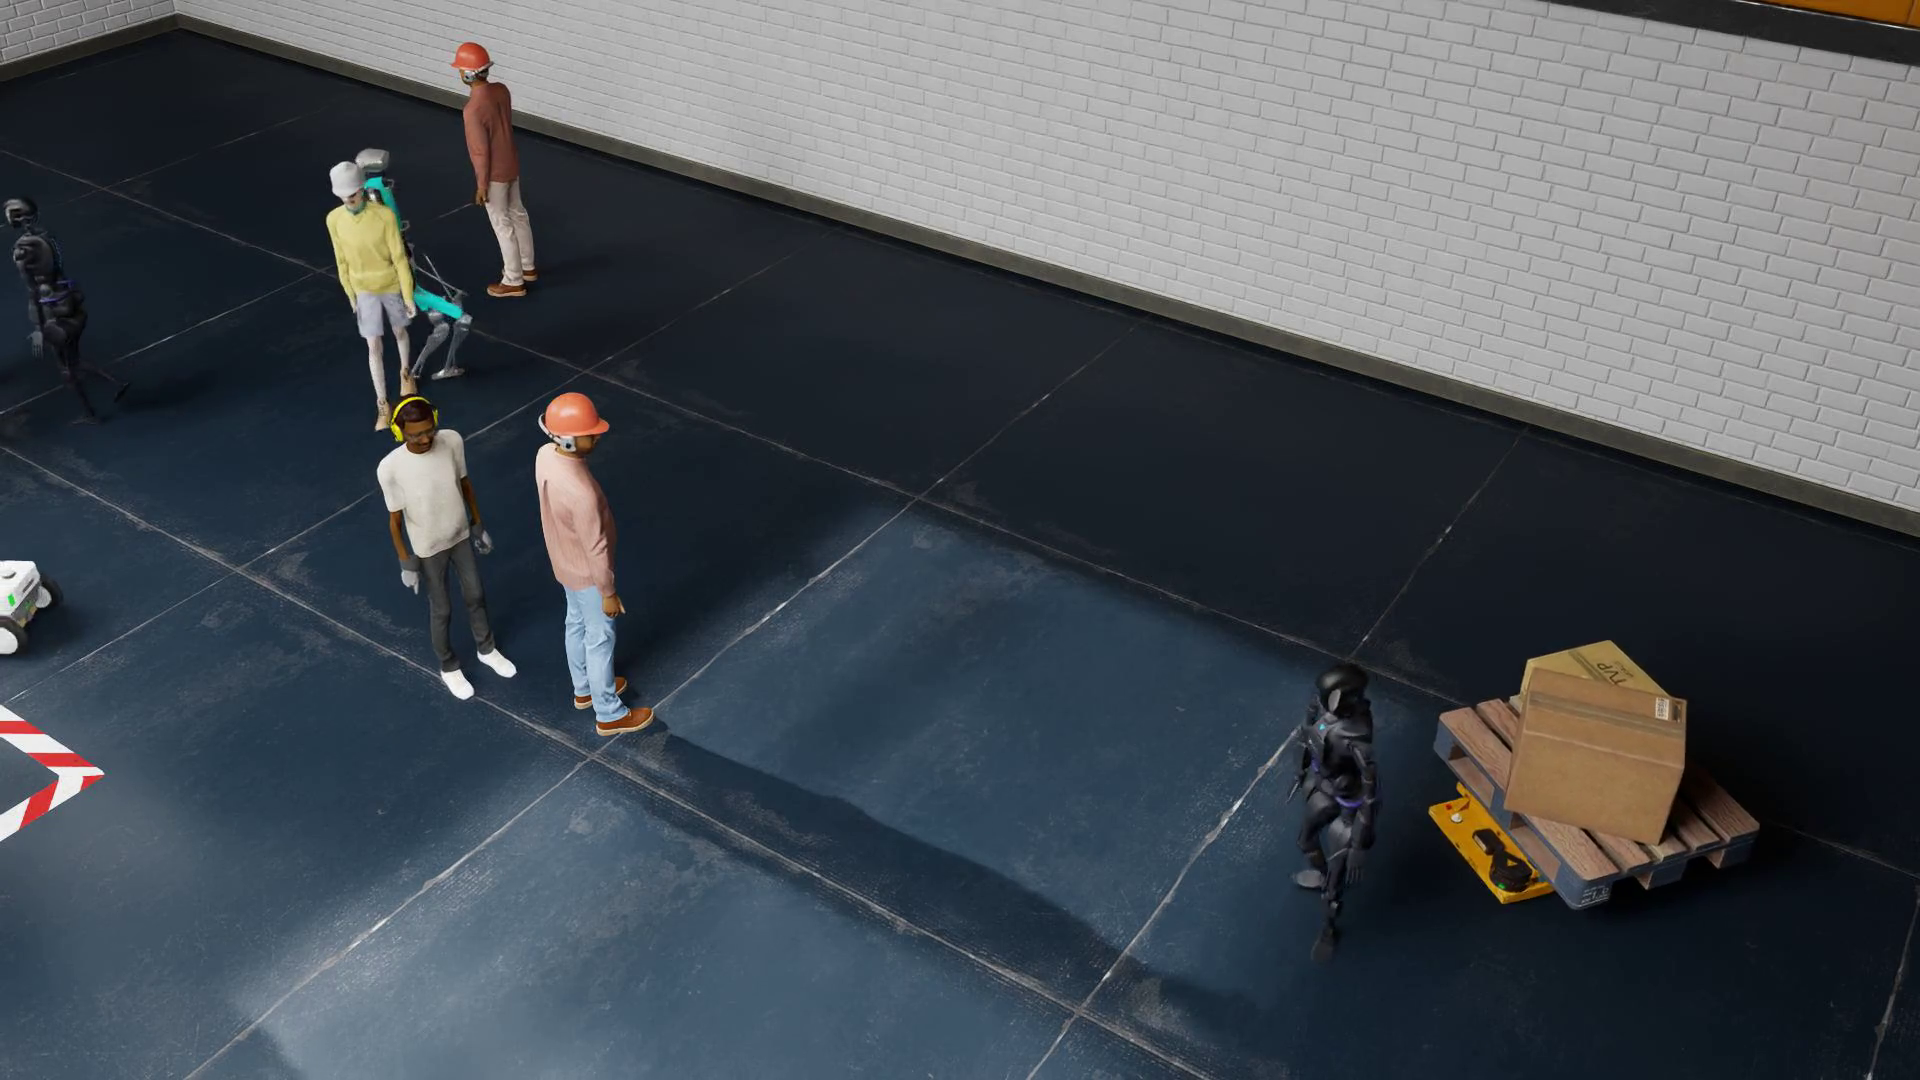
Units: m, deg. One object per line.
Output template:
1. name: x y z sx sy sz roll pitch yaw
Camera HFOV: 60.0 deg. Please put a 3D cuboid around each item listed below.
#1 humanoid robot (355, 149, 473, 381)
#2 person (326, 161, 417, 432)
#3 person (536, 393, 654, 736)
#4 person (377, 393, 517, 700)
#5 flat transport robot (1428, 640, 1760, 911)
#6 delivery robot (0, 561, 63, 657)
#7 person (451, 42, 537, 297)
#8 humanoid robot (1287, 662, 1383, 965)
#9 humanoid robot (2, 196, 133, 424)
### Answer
1. humanoid robot: -3.774 -1.891 11.692 0.827 1.786 0.541 -9 36 -12
2. person: -3.941 -1.662 11.264 0.497 1.844 0.944 -7 36 -10
3. person: -1.915 0.128 8.580 0.386 1.990 0.621 -21 40 -27
4. person: -2.739 0.029 8.842 0.338 1.855 0.524 27 43 33
5. flat transport robot: 3.146 1.368 8.308 1.431 0.231 0.659 -11 37 -16
6. delivery robot: -5.654 0.326 9.551 0.802 0.598 0.499 1 35 2
7. person: -3.594 -2.844 12.824 0.386 1.995 0.611 7 36 10
8. humanoid robot: 1.698 1.158 7.390 0.458 1.646 0.628 -12 37 -16
9. humanoid robot: -6.042 -1.520 11.216 0.448 1.651 0.603 0 35 0
